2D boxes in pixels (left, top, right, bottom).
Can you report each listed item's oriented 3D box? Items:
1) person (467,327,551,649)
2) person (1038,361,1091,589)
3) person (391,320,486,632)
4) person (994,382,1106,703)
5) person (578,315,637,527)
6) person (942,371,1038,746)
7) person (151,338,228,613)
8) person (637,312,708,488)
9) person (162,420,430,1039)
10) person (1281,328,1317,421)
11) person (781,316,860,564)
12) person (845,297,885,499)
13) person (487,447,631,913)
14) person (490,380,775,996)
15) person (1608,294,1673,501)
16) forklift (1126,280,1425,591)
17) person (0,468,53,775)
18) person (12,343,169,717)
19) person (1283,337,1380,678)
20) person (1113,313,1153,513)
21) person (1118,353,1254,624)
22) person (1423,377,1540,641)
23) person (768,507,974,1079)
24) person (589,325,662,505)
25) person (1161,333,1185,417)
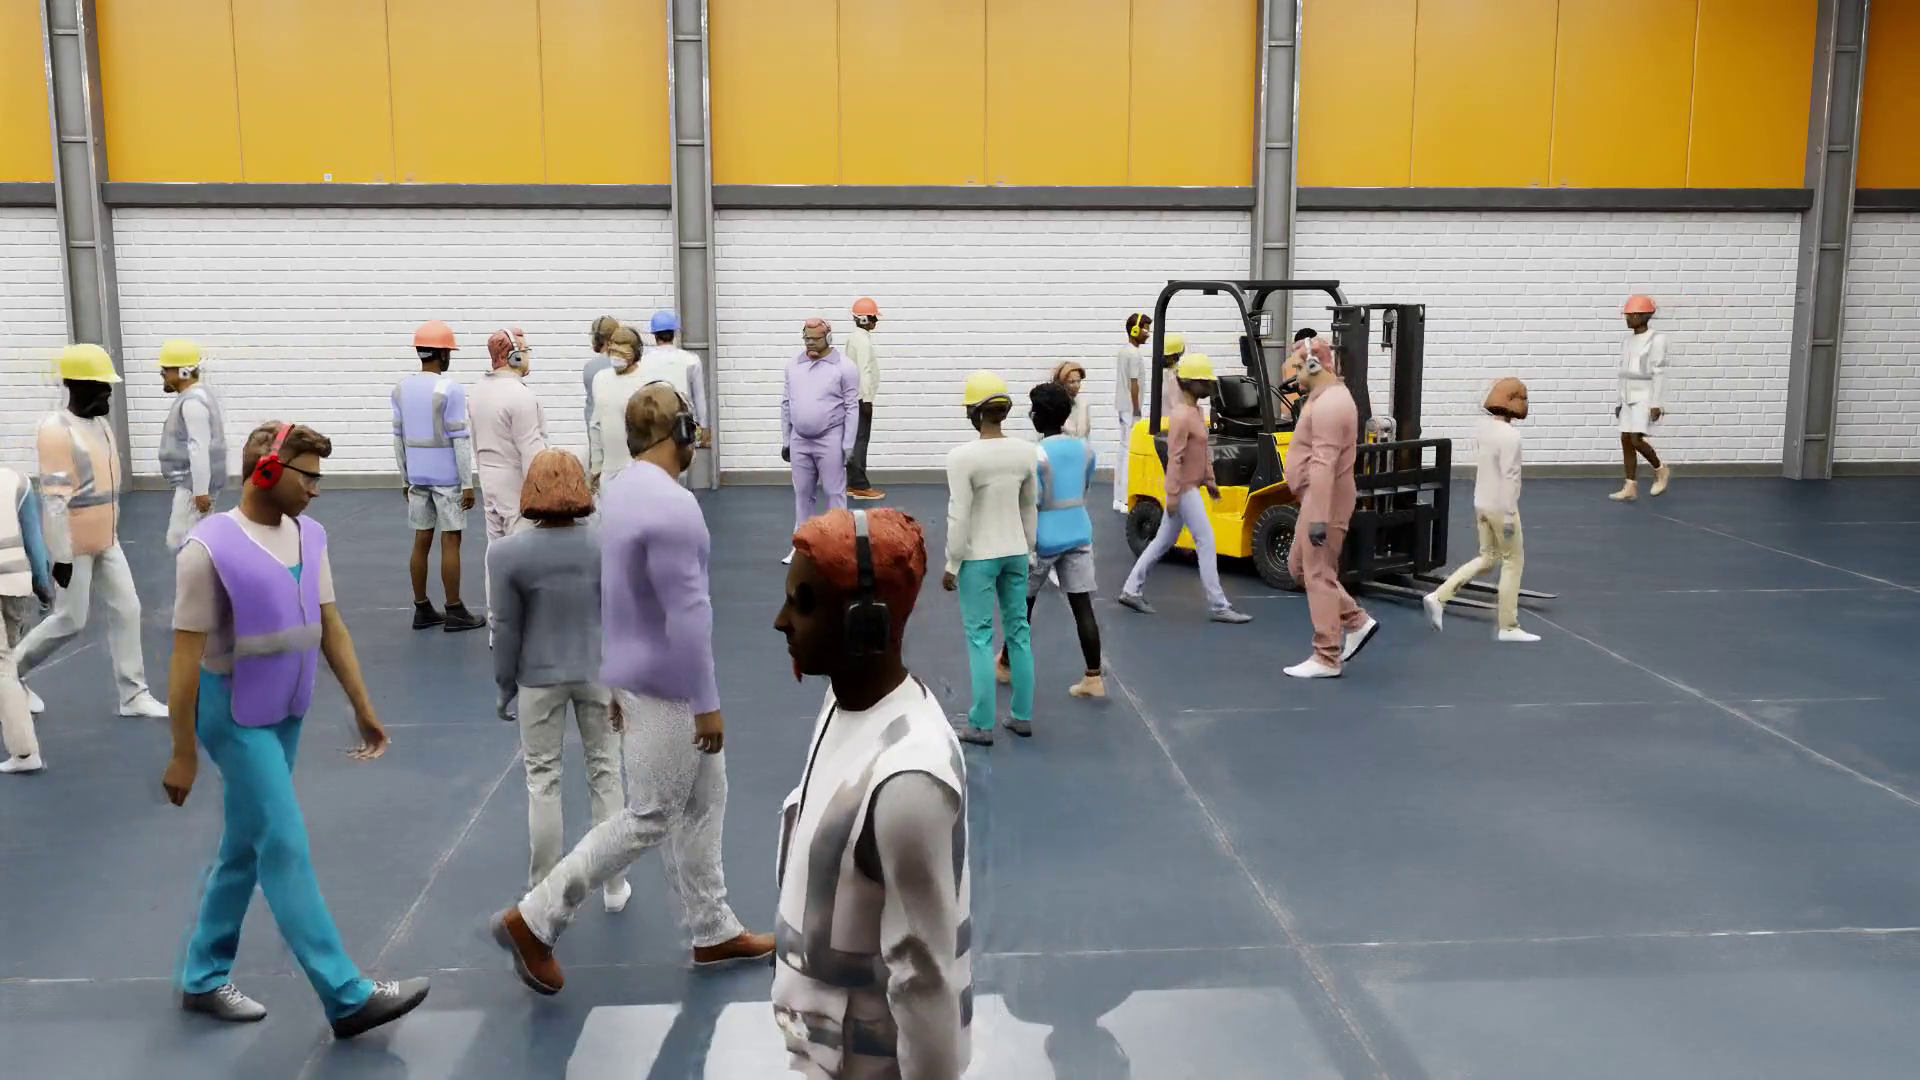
[{"bbox_3d":[-2.584,-0.278,9.713,0.408,1.913,0.642,-9,13,-44],"label":"person"},{"bbox_3d":[0.725,-0.439,11.622,0.470,1.616,0.537,9,13,44],"label":"person"},{"bbox_3d":[-3.241,-0.394,10.361,0.553,1.933,0.370,4,10,24],"label":"person"},{"bbox_3d":[0.467,0.000,8.753,0.534,1.655,0.818,-6,11,-35],"label":"person"},{"bbox_3d":[-2.622,-0.700,12.323,0.524,1.917,0.650,4,10,24],"label":"person"},{"bbox_3d":[0.135,0.086,7.887,0.533,1.765,0.330,-7,11,-36],"label":"person"},{"bbox_3d":[-4.909,-0.384,10.681,0.418,1.817,0.592,-3,10,-19],"label":"person"},{"bbox_3d":[-2.523,-0.994,14.271,0.611,1.885,1.002,-4,10,-26],"label":"person"},{"bbox_3d":[-1.964,0.553,4.873,0.857,1.790,0.602,1,9,6],"label":"person"},{"bbox_3d":[3.438,-1.294,16.786,0.323,1.689,0.530,-5,10,-27],"label":"person"},{"bbox_3d":[-1.089,-0.743,12.661,0.636,1.904,0.405,4,10,21],"label":"person"},{"bbox_3d":[-0.961,-1.406,16.532,0.395,1.994,0.612,-2,9,-14],"label":"person"},{"bbox_3d":[-1.350,0.495,5.715,0.497,1.636,0.286,-3,10,-19],"label":"person"},{"bbox_3d":[-1.015,0.460,5.146,0.859,1.898,0.652,-3,10,-20],"label":"person"},{"bbox_3d":[6.643,-1.375,16.221,0.537,2.028,0.624,-2,9,-15],"label":"person"},{"bbox_3d":[2.301,-0.860,12.475,1.214,2.155,2.313,-6,11,-35],"label":"forklift"},{"bbox_3d":[-4.422,0.238,7.476,0.866,1.588,0.523,4,10,25],"label":"person"},{"bbox_3d":[-4.390,-0.019,8.173,0.841,1.894,0.612,0,9,-3],"label":"person"},{"bbox_3d":[2.036,-0.181,9.201,0.490,1.875,0.720,3,9,15],"label":"person"},{"bbox_3d":[1.614,-1.182,15.554,0.336,1.859,0.512,-1,9,-8],"label":"person"},{"bbox_3d":[1.426,-0.337,10.674,0.895,1.725,0.529,3,9,16],"label":"person"},{"bbox_3d":[3.185,-0.180,10.035,0.606,1.616,0.510,-1,9,-7],"label":"person"},{"bbox_3d":[-0.086,0.854,2.794,0.872,1.858,0.581,-1,9,-7],"label":"person"},{"bbox_3d":[-2.108,-0.464,10.934,0.630,1.904,0.816,8,12,42],"label":"person"},{"bbox_3d":[1.847,-0.876,14.021,0.502,1.739,0.525,-1,9,-5],"label":"person"}]
